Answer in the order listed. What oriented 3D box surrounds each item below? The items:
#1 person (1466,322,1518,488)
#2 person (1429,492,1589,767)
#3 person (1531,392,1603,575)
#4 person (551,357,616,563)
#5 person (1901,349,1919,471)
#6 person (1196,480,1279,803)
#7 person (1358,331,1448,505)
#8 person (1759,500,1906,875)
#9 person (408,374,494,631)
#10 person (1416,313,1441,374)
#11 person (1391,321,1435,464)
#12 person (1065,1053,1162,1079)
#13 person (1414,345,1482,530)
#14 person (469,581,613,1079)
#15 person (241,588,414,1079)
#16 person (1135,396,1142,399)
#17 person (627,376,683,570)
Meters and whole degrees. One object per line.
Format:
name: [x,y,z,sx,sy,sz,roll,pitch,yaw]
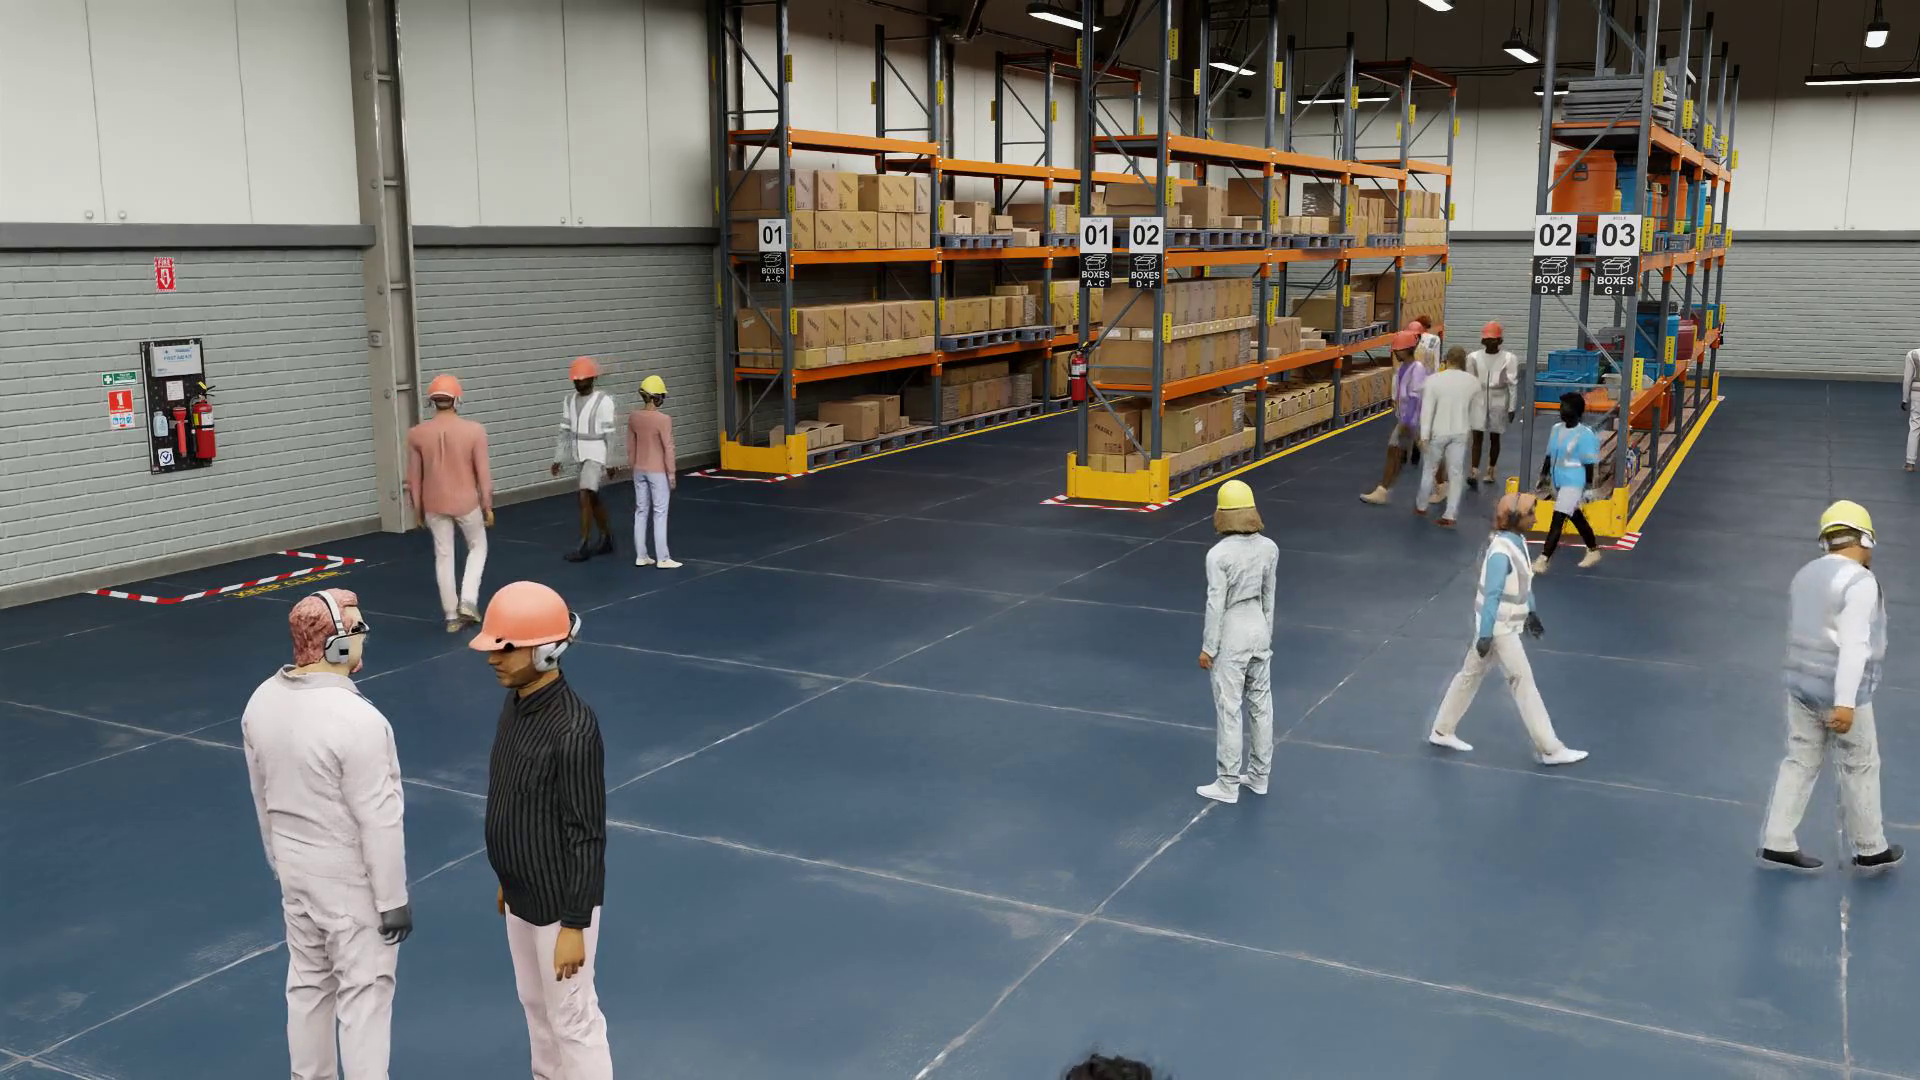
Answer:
person: [6.388,-1.623,20.075,0.634,1.985,1.032,5,12,26]
person: [3.165,0.504,9.597,0.905,1.584,0.511,4,11,22]
person: [5.494,-0.515,14.971,0.918,1.650,0.529,-2,11,-13]
person: [-3.556,-0.751,15.552,0.567,1.899,0.845,8,13,36]
person: [12.459,-1.816,21.424,0.573,1.883,0.355,6,12,28]
person: [1.482,0.543,8.958,0.483,1.737,0.311,-7,12,-33]
person: [5.080,-1.355,18.678,1.084,1.989,0.630,-2,11,-12]
person: [4.216,0.714,7.928,0.766,1.771,0.660,-1,10,-7]
person: [-3.893,-0.282,12.773,0.642,1.982,0.435,0,10,-3]
person: [6.923,-2.478,25.084,0.592,1.868,0.695,4,11,20]
person: [5.977,-1.930,21.980,0.552,1.917,0.749,2,11,11]
person: [0.278,1.670,2.998,0.537,1.667,0.797,4,11,20]
person: [5.092,-1.092,17.458,0.645,1.889,0.997,0,10,-2]
person: [-1.304,1.103,5.206,0.383,1.993,0.612,-8,13,-36]
person: [-2.019,1.099,5.464,0.649,1.907,0.409,7,12,33]
person: [2.959,-2.799,26.689,0.545,1.925,0.411,8,13,36]
person: [-2.796,-0.615,15.192,0.527,1.767,0.331,7,12,33]
